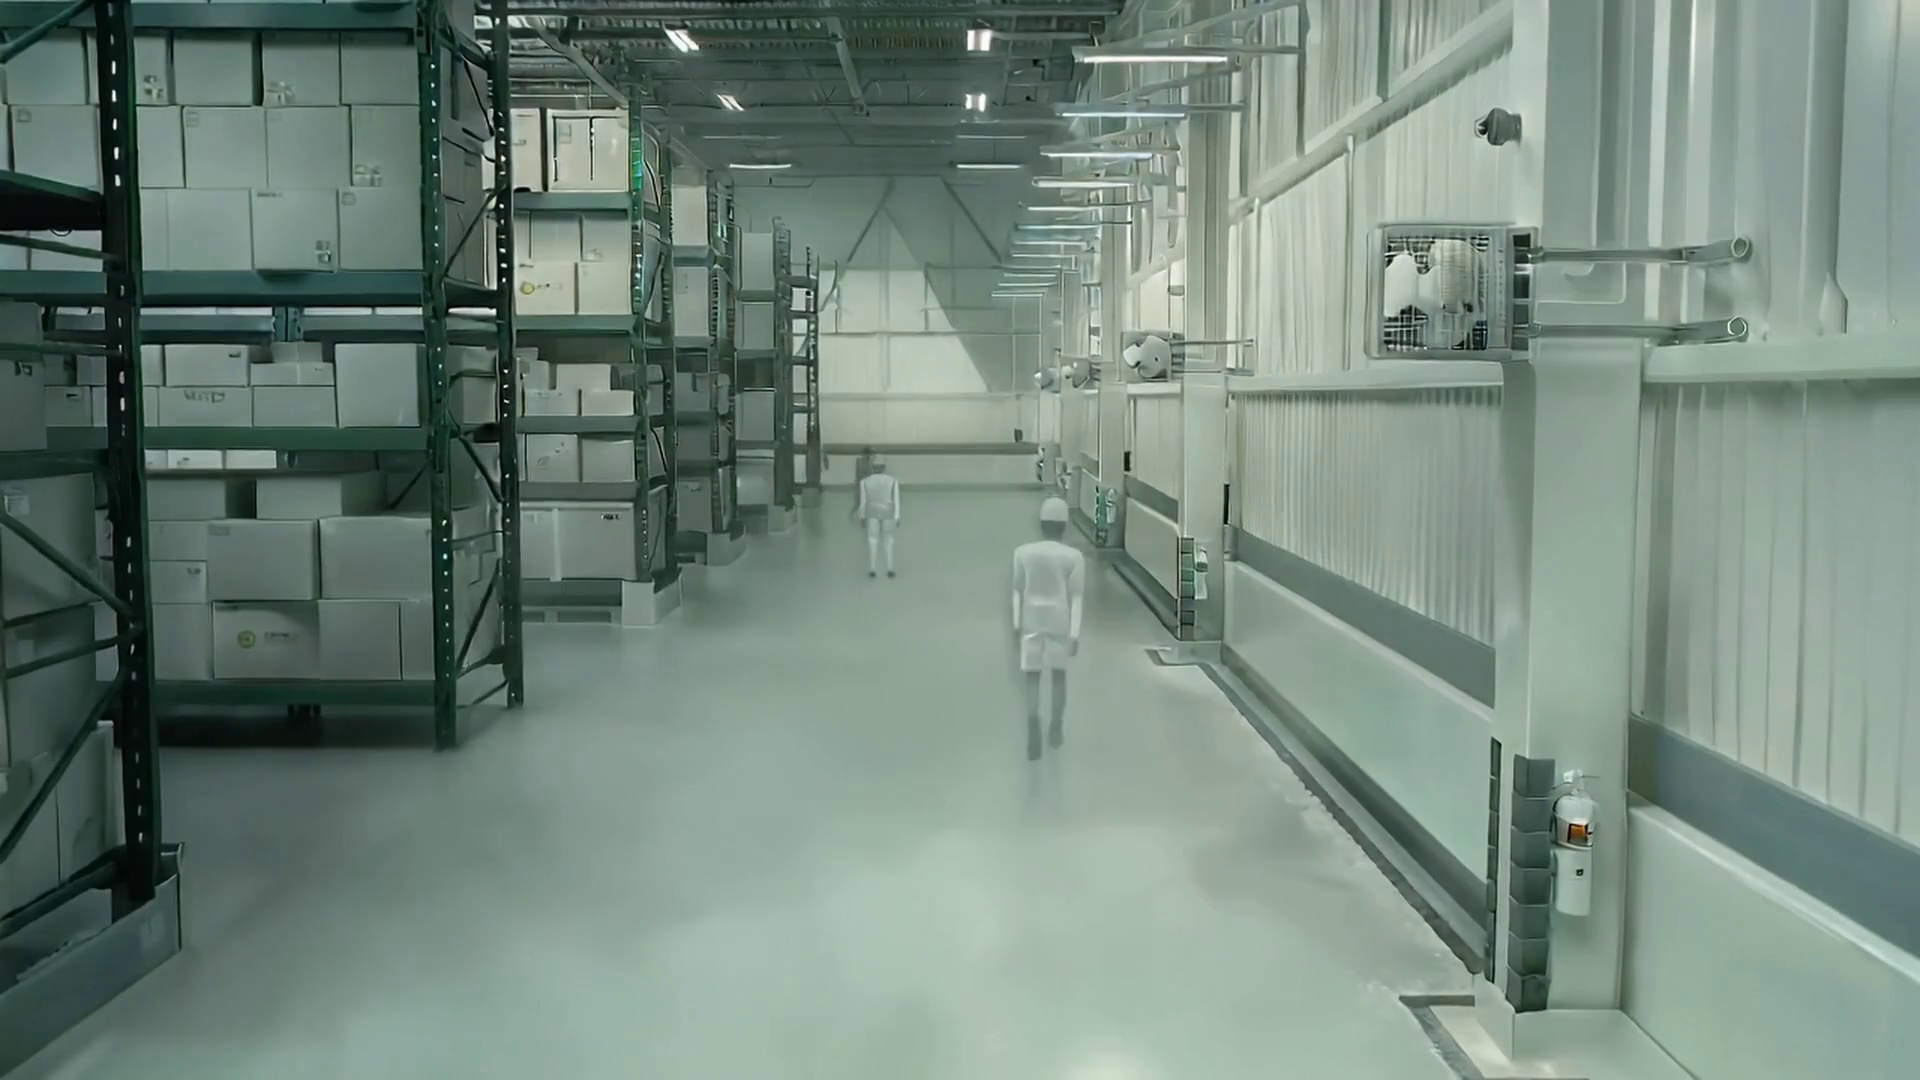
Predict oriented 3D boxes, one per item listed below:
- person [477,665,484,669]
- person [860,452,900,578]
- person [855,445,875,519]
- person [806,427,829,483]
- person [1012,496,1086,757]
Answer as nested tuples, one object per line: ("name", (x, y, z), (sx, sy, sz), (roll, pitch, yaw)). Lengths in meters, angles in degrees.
("person", (-4.919, 0.354, 15.927), (0.716, 1.807, 0.751), (-2, 5, -20))
("person", (-1.156, -0.352, 24.051), (0.586, 1.833, 0.403), (-1, 5, -7))
("person", (-2.023, -1.260, 35.964), (0.519, 1.602, 0.843), (1, 5, 12))
("person", (-3.662, -2.006, 42.899), (0.557, 1.897, 0.897), (-2, 5, -23))
("person", (0.646, 0.630, 12.225), (0.544, 1.906, 0.847), (0, 5, 5))
